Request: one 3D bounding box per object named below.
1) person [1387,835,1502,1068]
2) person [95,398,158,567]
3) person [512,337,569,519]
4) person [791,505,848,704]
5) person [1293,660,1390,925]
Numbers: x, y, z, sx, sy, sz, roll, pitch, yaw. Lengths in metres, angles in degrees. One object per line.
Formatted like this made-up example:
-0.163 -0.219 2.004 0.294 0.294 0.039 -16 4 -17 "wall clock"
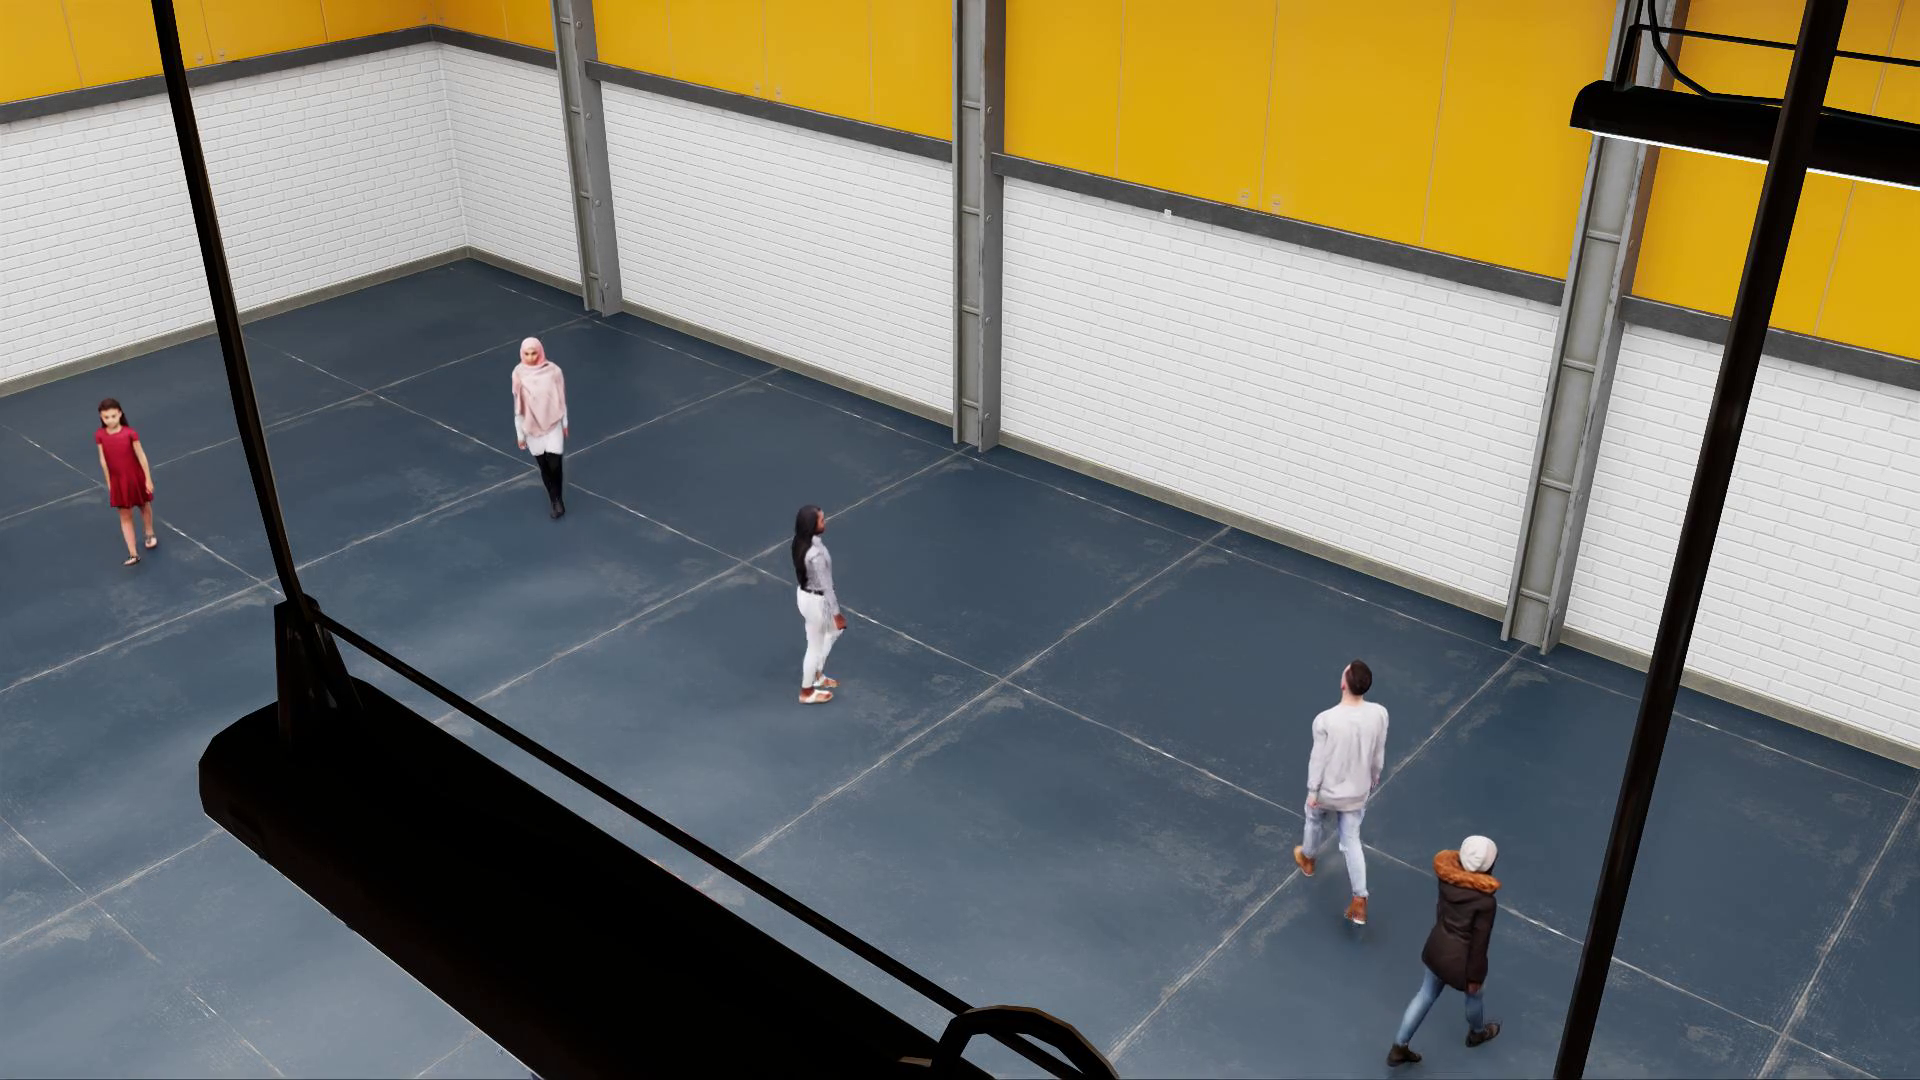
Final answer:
2.753 2.364 9.422 0.939 1.596 1.062 -14 31 -23 "person"
-7.451 -0.586 14.909 0.882 1.520 1.060 -9 30 -15 "person"
-3.886 -1.059 15.495 0.772 1.790 0.826 -5 29 -9 "person"
-1.187 0.521 12.682 0.789 1.709 0.718 -6 29 -11 "person"
2.468 1.615 10.571 1.153 1.810 1.262 -5 29 -9 "person"
